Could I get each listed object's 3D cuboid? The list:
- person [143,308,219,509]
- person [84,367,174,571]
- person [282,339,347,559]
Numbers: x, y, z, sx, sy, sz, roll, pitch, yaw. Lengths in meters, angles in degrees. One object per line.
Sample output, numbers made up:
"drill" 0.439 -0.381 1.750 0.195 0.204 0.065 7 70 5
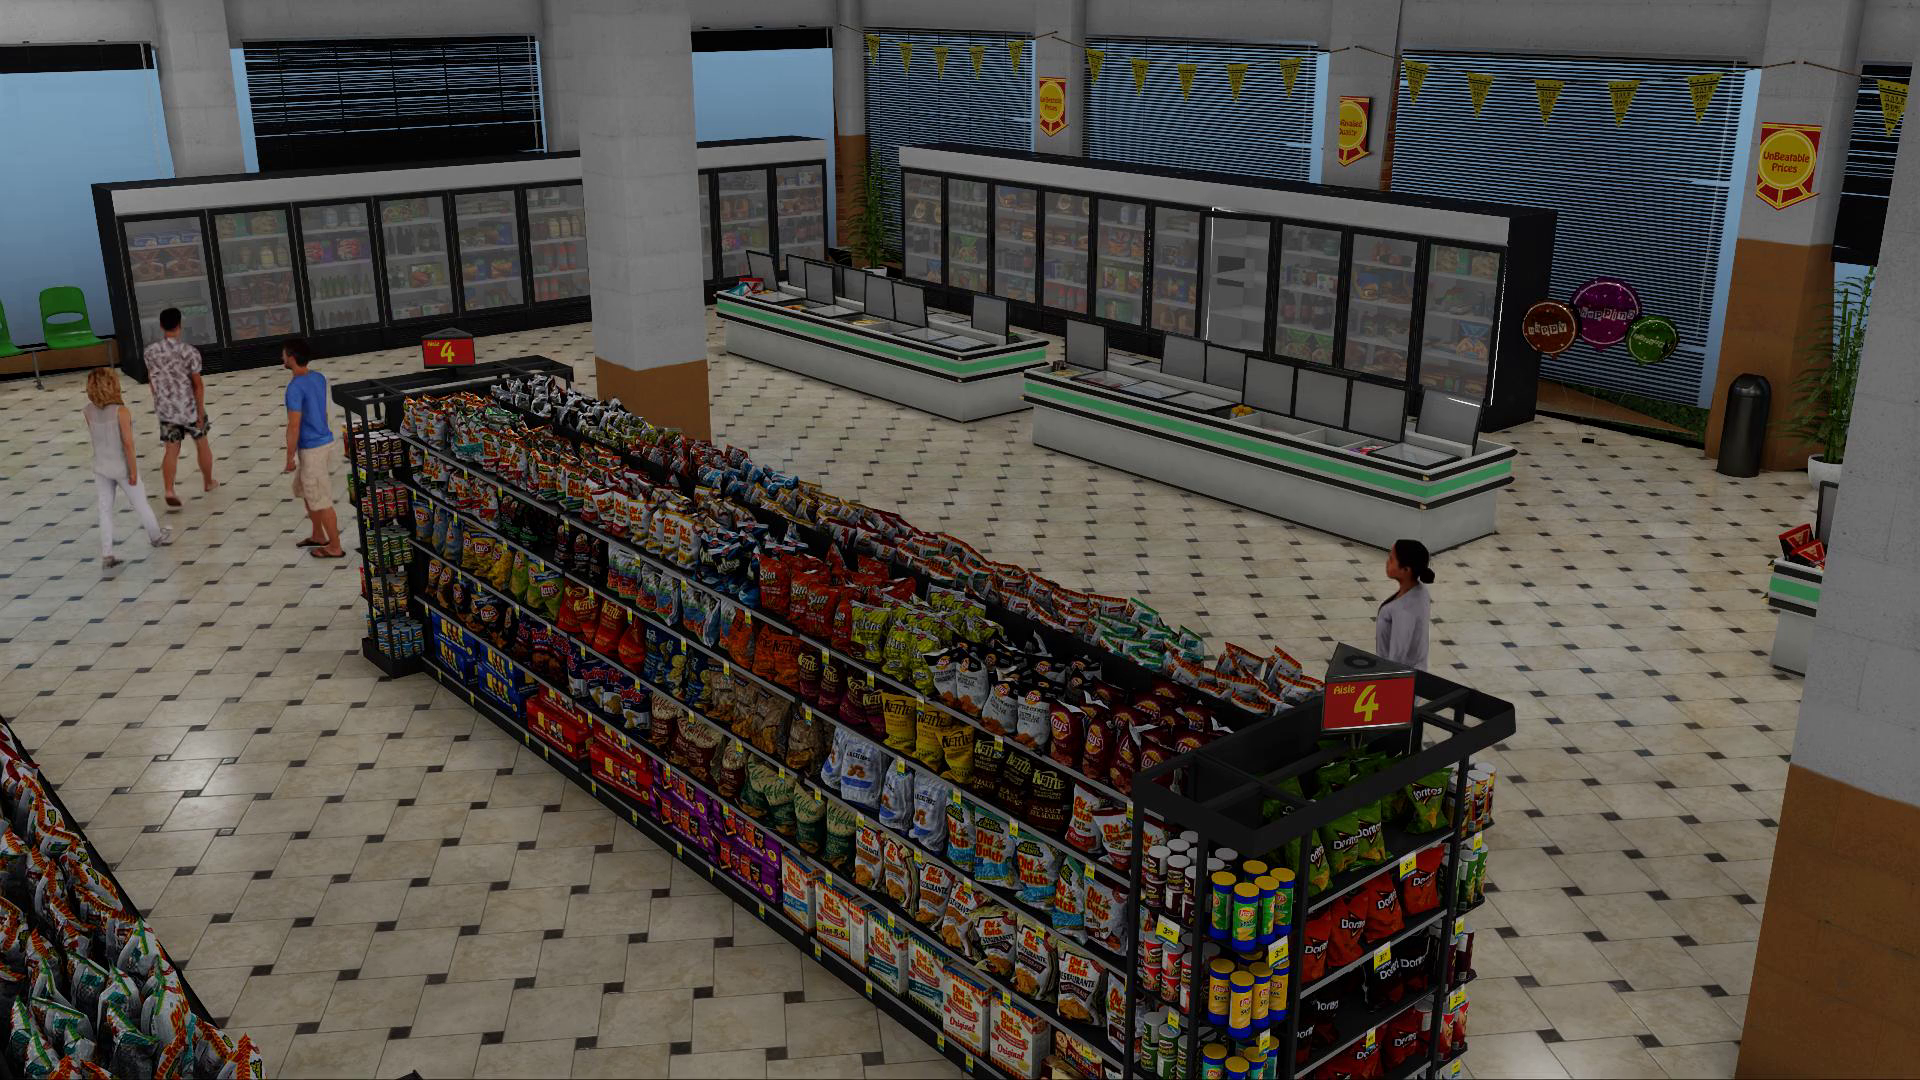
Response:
"person" -7.177 -1.191 15.203 1.063 1.796 1.243 -2 19 -7
"person" -6.962 -0.552 13.576 1.058 1.624 1.082 3 19 8
"person" -5.281 -0.750 13.803 0.893 1.853 0.834 1 19 4
